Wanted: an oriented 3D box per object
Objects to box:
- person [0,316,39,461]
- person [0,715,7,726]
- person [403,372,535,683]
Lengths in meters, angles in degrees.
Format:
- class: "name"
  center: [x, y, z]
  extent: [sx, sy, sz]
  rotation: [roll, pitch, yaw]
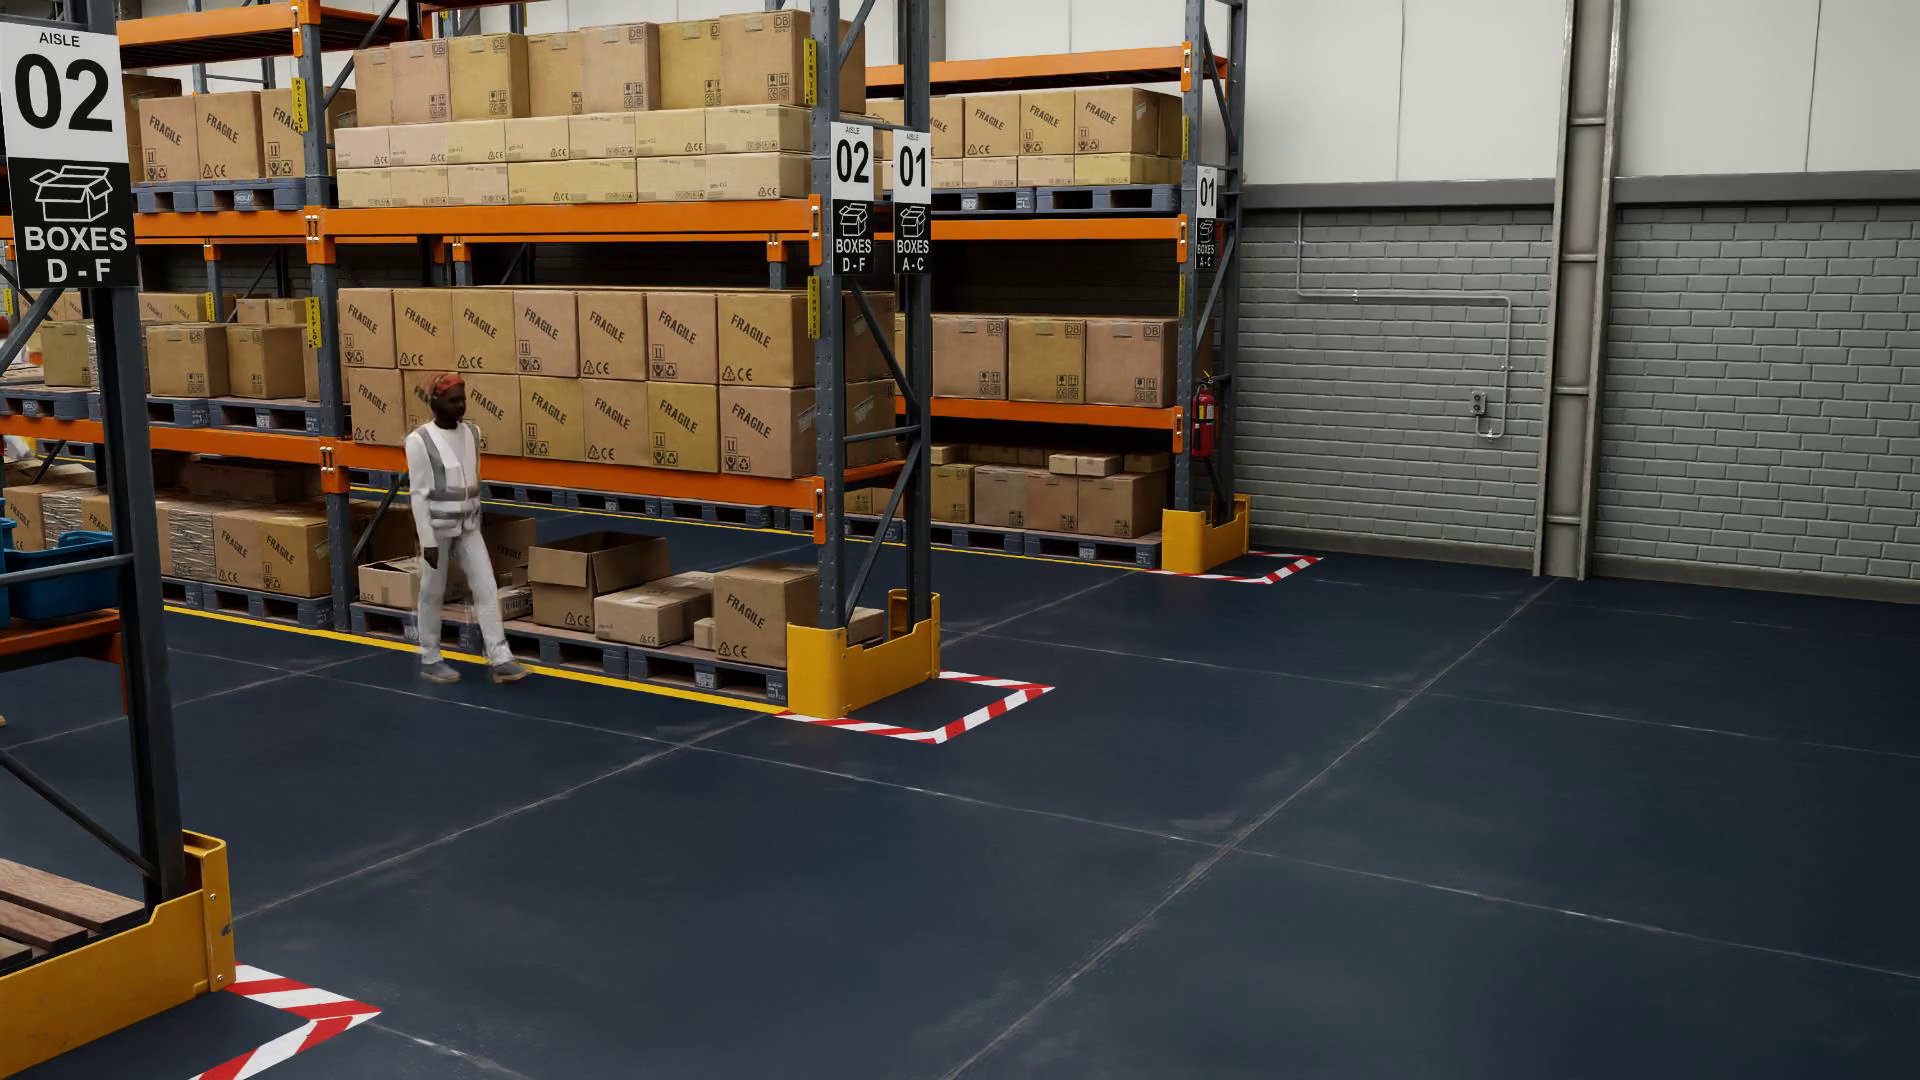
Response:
- class: "person"
  center: [-10.913, -1.650, 19.125]
  extent: [0.729, 1.864, 0.588]
  rotation: [5, 11, 25]
- class: "person"
  center: [-5.372, 0.132, 8.771]
  extent: [0.429, 1.838, 0.622]
  rotation: [5, 11, 29]
- class: "person"
  center: [-2.893, -0.040, 9.709]
  extent: [0.886, 1.847, 0.613]
  rotation: [6, 11, 30]
